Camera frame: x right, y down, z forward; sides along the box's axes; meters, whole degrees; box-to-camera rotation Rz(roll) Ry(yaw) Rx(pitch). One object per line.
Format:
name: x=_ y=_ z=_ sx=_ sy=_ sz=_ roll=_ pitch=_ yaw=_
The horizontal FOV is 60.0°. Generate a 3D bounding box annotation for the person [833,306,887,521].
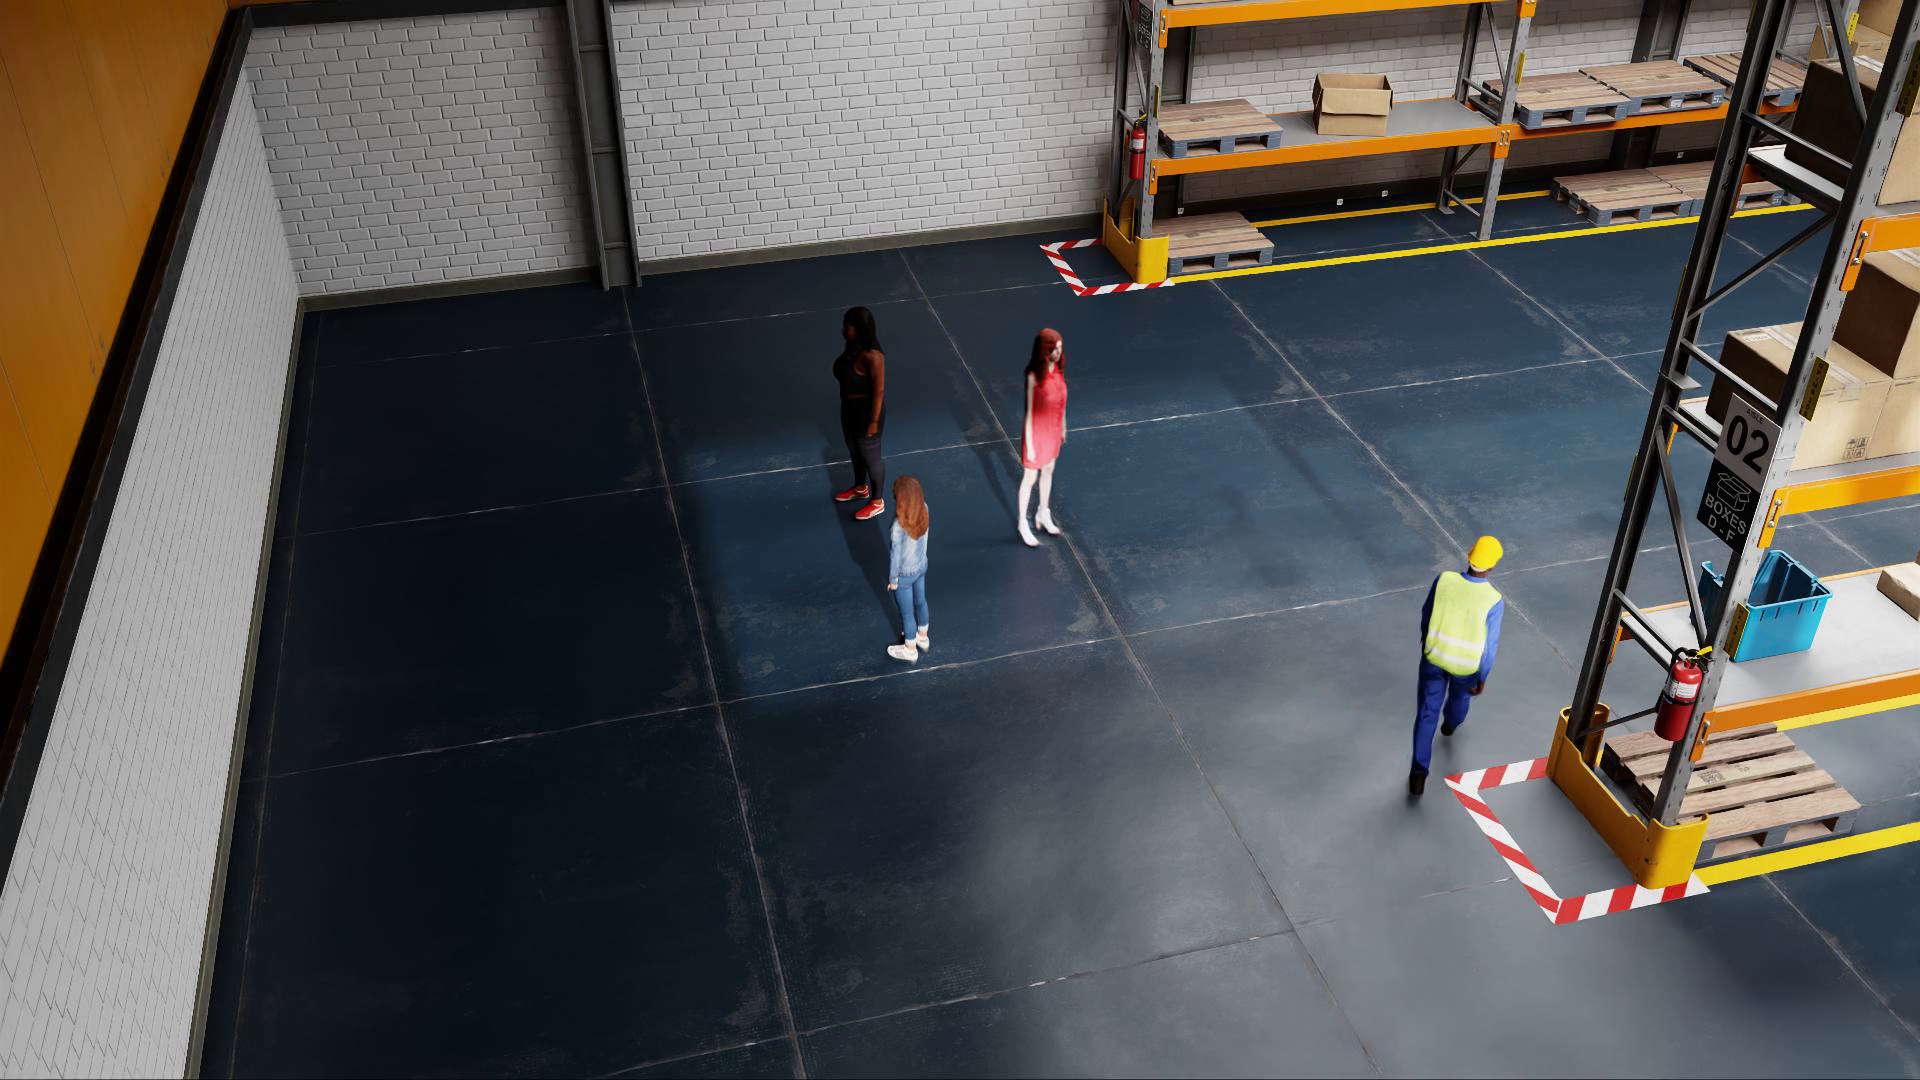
person: x=-0.780 y=-1.044 z=13.293 sx=0.706 sy=1.816 sz=0.729 roll=-19 pitch=38 yaw=-26

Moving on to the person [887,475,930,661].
person: x=-0.349 y=0.185 z=11.753 sx=0.684 sy=1.475 sz=0.615 roll=20 pitch=38 yaw=27

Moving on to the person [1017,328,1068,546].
person: x=0.629 y=-0.811 z=12.935 sx=0.725 sy=1.825 sz=0.611 roll=28 pitch=43 yaw=36

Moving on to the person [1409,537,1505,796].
person: x=3.086 y=0.816 z=10.548 sx=1.240 sy=1.759 sz=1.243 roll=15 pitch=36 yaw=21
